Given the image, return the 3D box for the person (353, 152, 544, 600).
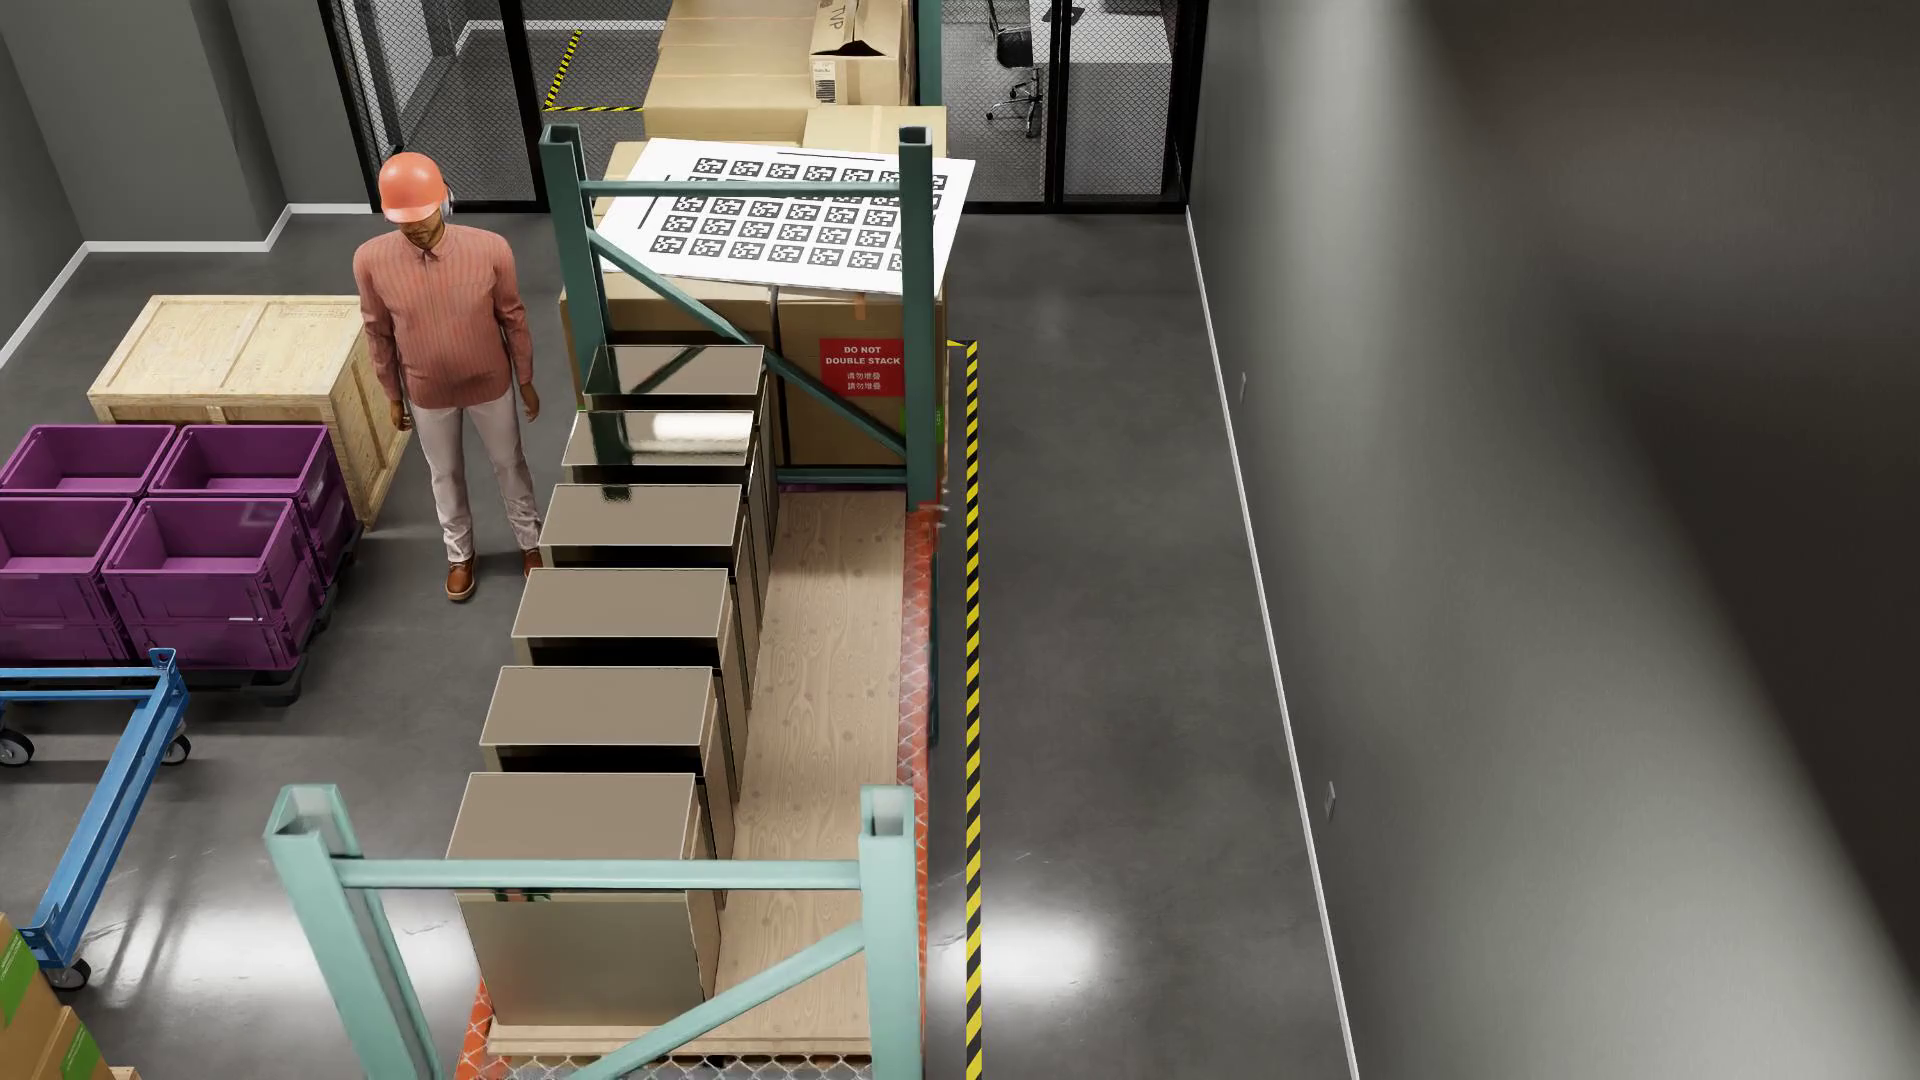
[{"bbox_3d":[-1.973,-0.618,6.552,0.608,1.994,0.377,-9,42,-10],"label":"person"}]
